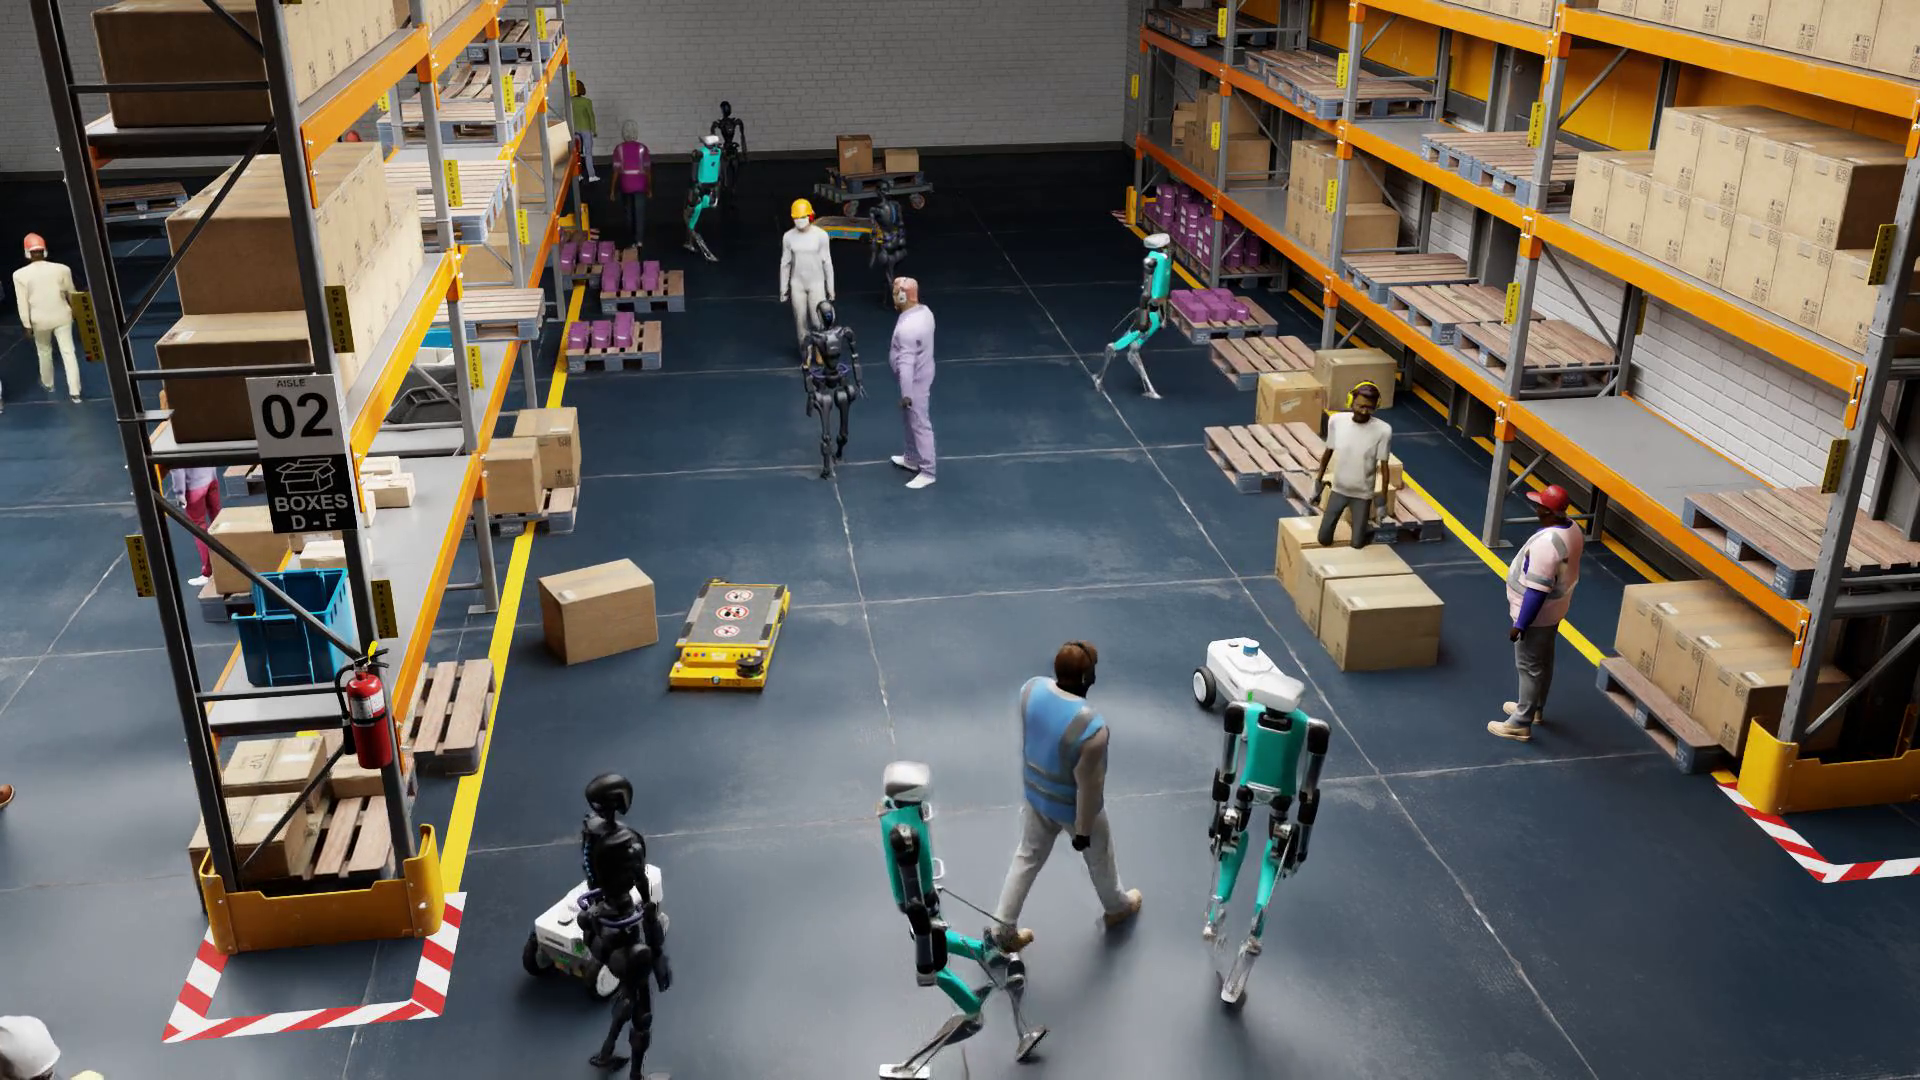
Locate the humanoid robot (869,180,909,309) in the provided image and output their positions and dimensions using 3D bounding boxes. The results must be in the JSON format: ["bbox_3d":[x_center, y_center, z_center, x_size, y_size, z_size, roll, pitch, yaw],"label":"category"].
[{"bbox_3d":[-0.780,-3.480,19.943,0.805,1.636,0.603,19,30,36],"label":"humanoid robot"}]

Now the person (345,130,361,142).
[{"bbox_3d":[-8.113,-4.660,22.472,0.570,1.733,0.407,-3,24,-8],"label":"person"}]

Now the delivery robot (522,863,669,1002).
[{"bbox_3d":[-1.895,2.006,8.756,0.499,0.598,0.802,13,27,27],"label":"delivery robot"}]

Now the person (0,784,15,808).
[{"bbox_3d":[-6.099,0.758,9.807,0.610,1.995,0.376,-3,24,-6],"label":"person"}]

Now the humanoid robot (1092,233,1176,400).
[{"bbox_3d":[1.727,-2.314,17.160,0.924,1.793,0.551,15,28,31],"label":"humanoid robot"}]

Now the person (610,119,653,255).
[{"bbox_3d":[-4.493,-4.810,22.724,0.563,1.814,0.830,-2,24,-4],"label":"person"}]

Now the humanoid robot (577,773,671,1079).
[{"bbox_3d":[-1.577,1.835,7.751,0.354,1.650,0.588,-21,31,-39],"label":"humanoid robot"}]

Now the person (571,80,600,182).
[{"bbox_3d":[-6.189,-6.698,27.233,0.499,1.636,0.282,6,24,13],"label":"person"}]

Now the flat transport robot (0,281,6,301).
[{"bbox_3d":[-12.070,-2.610,19.625,0.659,0.231,1.431,-2,24,-4],"label":"flat transport robot"}]

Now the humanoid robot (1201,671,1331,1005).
[{"bbox_3d":[1.446,1.607,8.259,0.546,1.829,0.792,10,26,21],"label":"humanoid robot"}]

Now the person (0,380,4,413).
[{"bbox_3d":[-9.953,-2.210,16.624,0.489,1.949,0.420,-3,24,-7],"label":"person"}]

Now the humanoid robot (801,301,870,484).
[{"bbox_3d":[-1.134,-1.378,15.111,0.616,1.644,0.600,-11,26,-23],"label":"humanoid robot"}]

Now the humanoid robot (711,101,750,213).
[{"bbox_3d":[-3.461,-5.781,25.095,0.609,1.649,0.431,-12,27,-26],"label":"humanoid robot"}]

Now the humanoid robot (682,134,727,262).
[{"bbox_3d":[-3.613,-4.644,22.502,1.014,1.749,0.569,21,31,39],"label":"humanoid robot"}]

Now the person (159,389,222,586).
[{"bbox_3d":[-5.950,-0.426,12.961,0.281,1.628,0.502,4,24,10],"label":"person"}]

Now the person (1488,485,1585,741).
[{"bbox_3d":[3.734,0.461,10.781,0.419,1.754,0.604,17,29,33],"label":"person"}]

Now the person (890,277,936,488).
[{"bbox_3d":[-0.437,-1.424,14.927,0.535,1.883,0.689,5,24,11],"label":"person"}]

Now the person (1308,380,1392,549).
[{"bbox_3d":[2.931,-0.349,12.510,0.585,1.847,0.430,15,28,30],"label":"person"}]

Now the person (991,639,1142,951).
[{"bbox_3d":[0.550,1.343,8.740,0.967,1.795,0.607,-20,31,-38],"label":"person"}]

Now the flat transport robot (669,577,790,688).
[{"bbox_3d":[-1.663,0.664,12.165,0.659,0.231,1.431,1,24,2],"label":"flat transport robot"}]

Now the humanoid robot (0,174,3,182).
[{"bbox_3d":[-14.330,-5.397,24.225,0.598,1.644,0.433,-7,25,-15],"label":"humanoid robot"}]

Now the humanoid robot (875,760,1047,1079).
[{"bbox_3d":[0.102,1.807,7.759,0.954,1.772,0.541,-3,24,-6],"label":"humanoid robot"}]

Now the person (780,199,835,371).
[{"bbox_3d":[-1.651,-2.734,17.903,0.597,1.876,0.443,3,24,7],"label":"person"}]

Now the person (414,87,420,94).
[{"bbox_3d":[-8.165,-6.076,25.632,0.640,1.804,0.855,-16,28,-32],"label":"person"}]

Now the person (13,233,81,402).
[{"bbox_3d":[-9.383,-2.311,17.133,0.594,1.707,0.855,-19,30,-37],"label":"person"}]

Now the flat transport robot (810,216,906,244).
[{"bbox_3d":[-1.551,-4.439,23.791,1.431,0.231,0.659,6,25,14],"label":"flat transport robot"}]

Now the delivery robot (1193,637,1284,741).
[{"bbox_3d":[1.924,0.956,11.160,0.499,0.607,0.808,-7,25,-15],"label":"delivery robot"}]

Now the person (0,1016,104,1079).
[{"bbox_3d":[-3.255,2.479,6.056,0.807,1.862,0.491,11,26,23],"label":"person"}]
